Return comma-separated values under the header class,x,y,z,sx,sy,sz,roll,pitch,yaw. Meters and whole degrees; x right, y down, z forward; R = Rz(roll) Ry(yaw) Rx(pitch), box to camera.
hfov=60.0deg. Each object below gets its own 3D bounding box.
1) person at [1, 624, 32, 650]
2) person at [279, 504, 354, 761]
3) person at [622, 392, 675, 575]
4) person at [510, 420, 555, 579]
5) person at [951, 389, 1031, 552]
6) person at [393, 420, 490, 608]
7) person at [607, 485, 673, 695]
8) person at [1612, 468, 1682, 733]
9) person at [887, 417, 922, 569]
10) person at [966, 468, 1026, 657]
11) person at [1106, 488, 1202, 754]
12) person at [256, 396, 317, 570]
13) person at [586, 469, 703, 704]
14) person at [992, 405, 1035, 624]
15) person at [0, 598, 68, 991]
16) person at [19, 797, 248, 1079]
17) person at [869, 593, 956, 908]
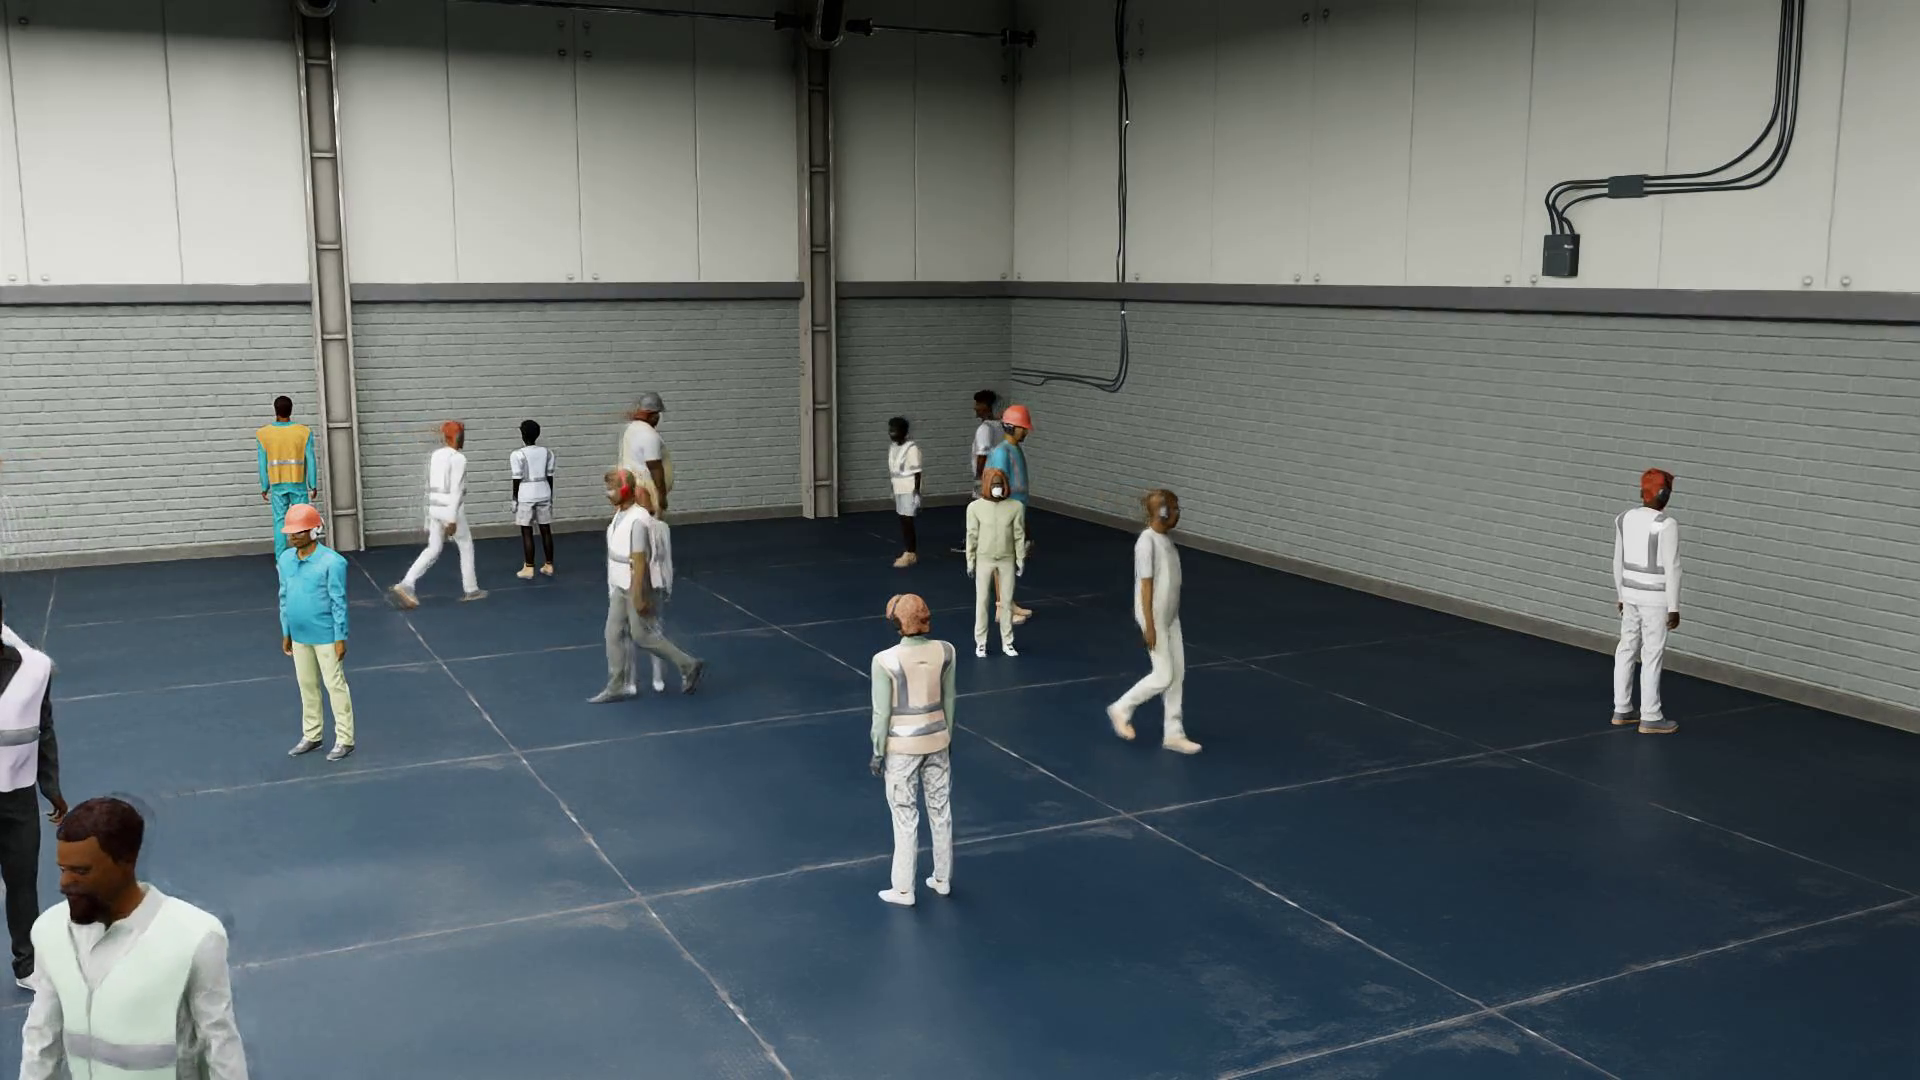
class,x,y,z,sx,sy,sz,roll,pitch,yaw
person,-7.735,0.279,12.959,0.994,1.843,0.585,-7,12,-37
person,-4.349,0.615,11.162,0.563,1.742,0.360,4,10,23
person,-3.218,-0.566,17.516,0.736,2.000,0.704,-5,10,-28
person,-4.567,-0.435,17.767,0.316,1.695,0.542,8,12,40
person,0.377,-0.773,19.139,0.943,1.934,0.610,2,10,15
person,-5.114,-0.258,16.287,0.589,1.837,0.963,7,12,37
person,-2.486,0.384,12.951,0.512,1.622,0.294,-5,10,-26
person,4.908,0.429,11.863,0.356,1.886,0.574,-4,10,-22
person,-0.651,-0.522,18.406,0.560,1.666,0.558,-6,11,-33
person,0.304,0.195,14.116,0.515,1.624,0.289,-1,9,-7
person,1.354,0.557,11.305,0.592,1.810,0.551,5,11,30
person,-7.345,-0.616,18.191,0.591,1.921,0.390,-3,10,-16
person,-2.414,0.351,12.615,0.810,1.807,0.573,-4,10,-26
person,0.503,-0.243,15.537,0.380,2.039,0.607,2,10,15
person,-4.306,1.137,7.396,0.392,1.920,0.587,8,12,39
person,-2.327,1.625,4.536,0.610,1.864,0.995,3,10,20
person,-0.237,1.081,8.600,0.514,1.640,0.314,-6,11,-33
